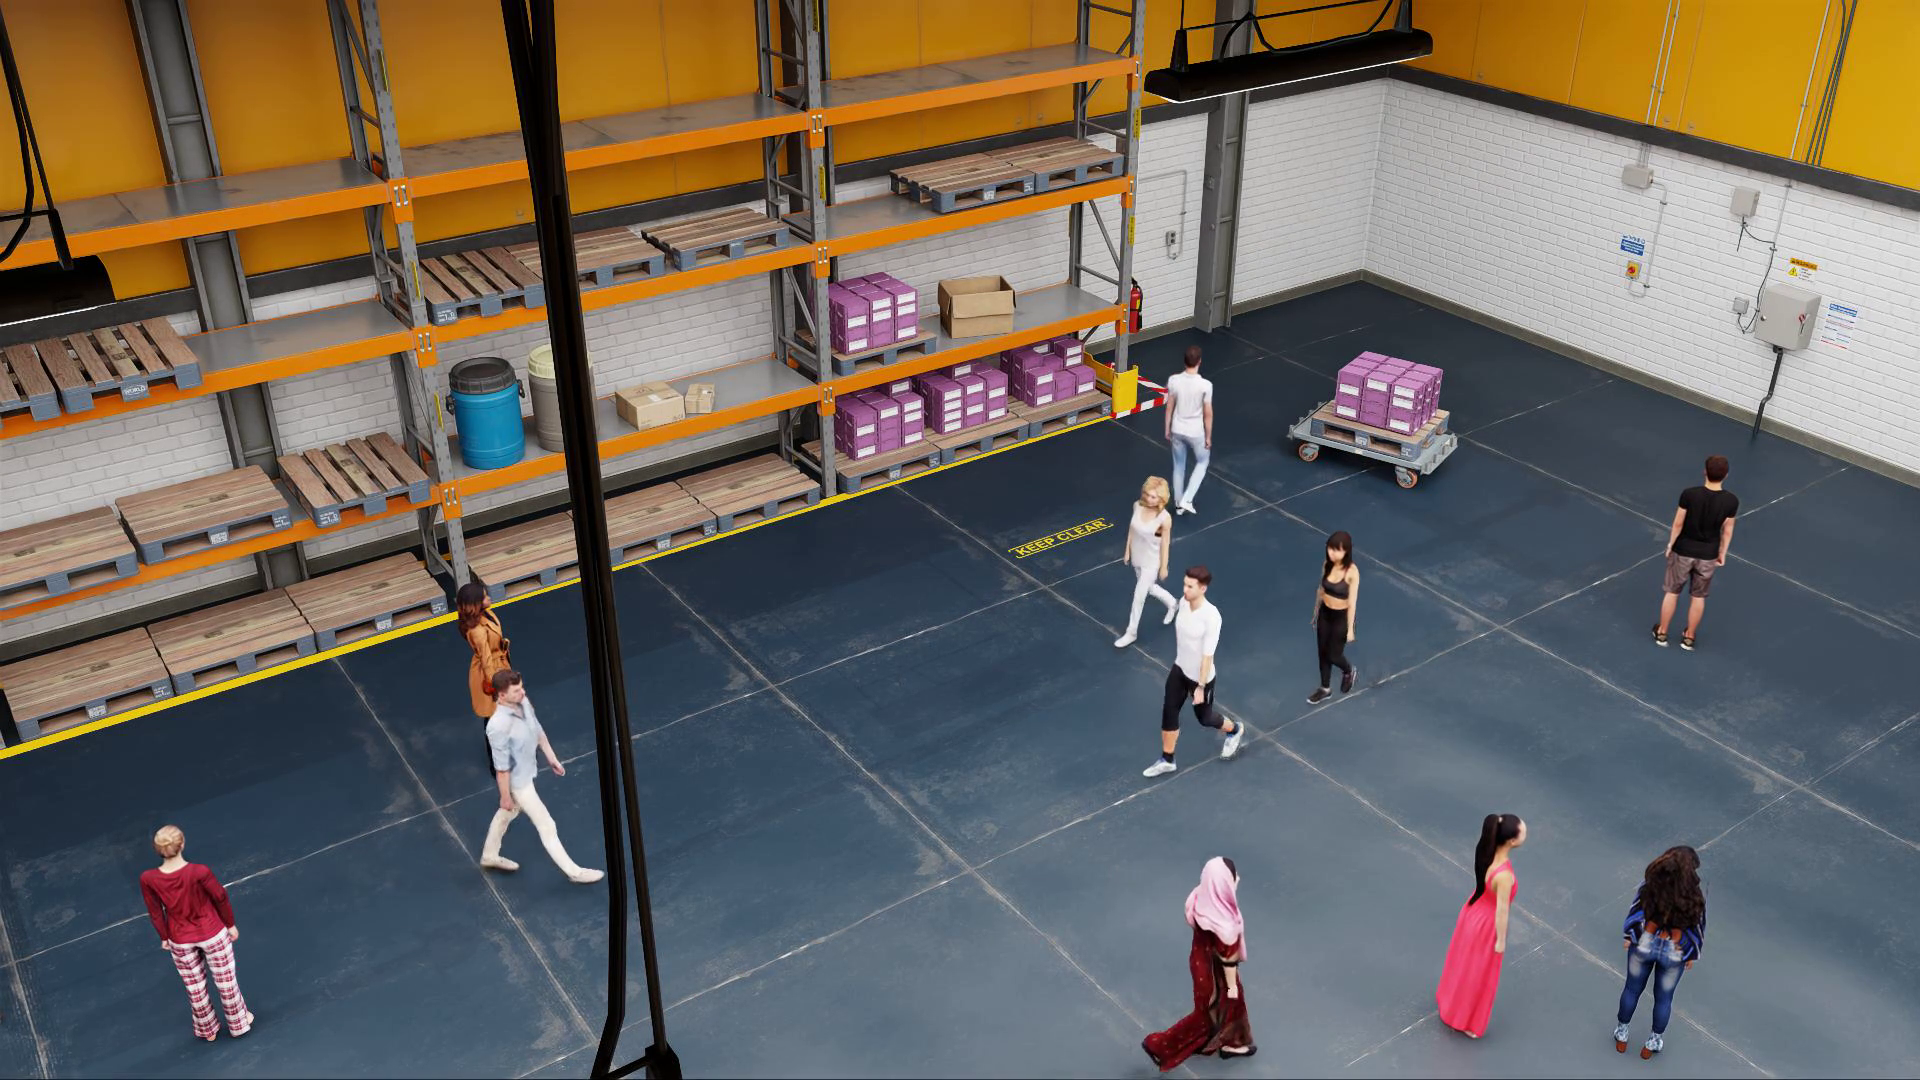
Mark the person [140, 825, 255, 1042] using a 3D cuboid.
[{"bbox_3d":[-4.839,2.479,10.538,0.574,1.697,0.735,-6,29,-12],"label":"person"}]

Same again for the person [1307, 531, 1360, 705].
[{"bbox_3d":[3.210,0.644,13.971,0.708,1.631,0.577,-21,35,-33],"label":"person"}]

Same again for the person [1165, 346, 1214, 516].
[{"bbox_3d":[2.293,-1.053,16.861,0.830,1.843,0.882,14,32,24],"label":"person"}]

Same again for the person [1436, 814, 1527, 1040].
[{"bbox_3d":[3.331,2.446,10.572,0.741,1.723,0.707,-1,29,-2],"label":"person"}]

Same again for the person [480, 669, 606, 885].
[{"bbox_3d":[-3.225,1.693,11.871,1.269,1.800,1.154,3,29,5],"label":"person"}]

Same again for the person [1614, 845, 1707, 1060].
[{"bbox_3d":[4.388,2.573,10.448,0.697,1.619,0.692,15,32,26],"label":"person"}]

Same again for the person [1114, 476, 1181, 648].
[{"bbox_3d":[1.742,0.146,14.875,1.018,1.639,0.605,-18,33,-29],"label":"person"}]

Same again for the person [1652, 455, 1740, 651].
[{"bbox_3d":[6.504,0.104,14.722,0.740,1.860,0.786,7,29,12],"label":"person"}]

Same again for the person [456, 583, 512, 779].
[{"bbox_3d":[-3.695,1.092,13.057,0.708,1.720,0.750,-8,30,-14],"label":"person"}]

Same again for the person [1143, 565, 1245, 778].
[{"bbox_3d":[1.914,1.025,13.075,1.165,1.820,0.718,-16,33,-27],"label":"person"}]

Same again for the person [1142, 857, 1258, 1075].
[{"bbox_3d":[1.506,2.662,10.292,1.121,1.612,0.948,-4,29,-7],"label":"person"}]
